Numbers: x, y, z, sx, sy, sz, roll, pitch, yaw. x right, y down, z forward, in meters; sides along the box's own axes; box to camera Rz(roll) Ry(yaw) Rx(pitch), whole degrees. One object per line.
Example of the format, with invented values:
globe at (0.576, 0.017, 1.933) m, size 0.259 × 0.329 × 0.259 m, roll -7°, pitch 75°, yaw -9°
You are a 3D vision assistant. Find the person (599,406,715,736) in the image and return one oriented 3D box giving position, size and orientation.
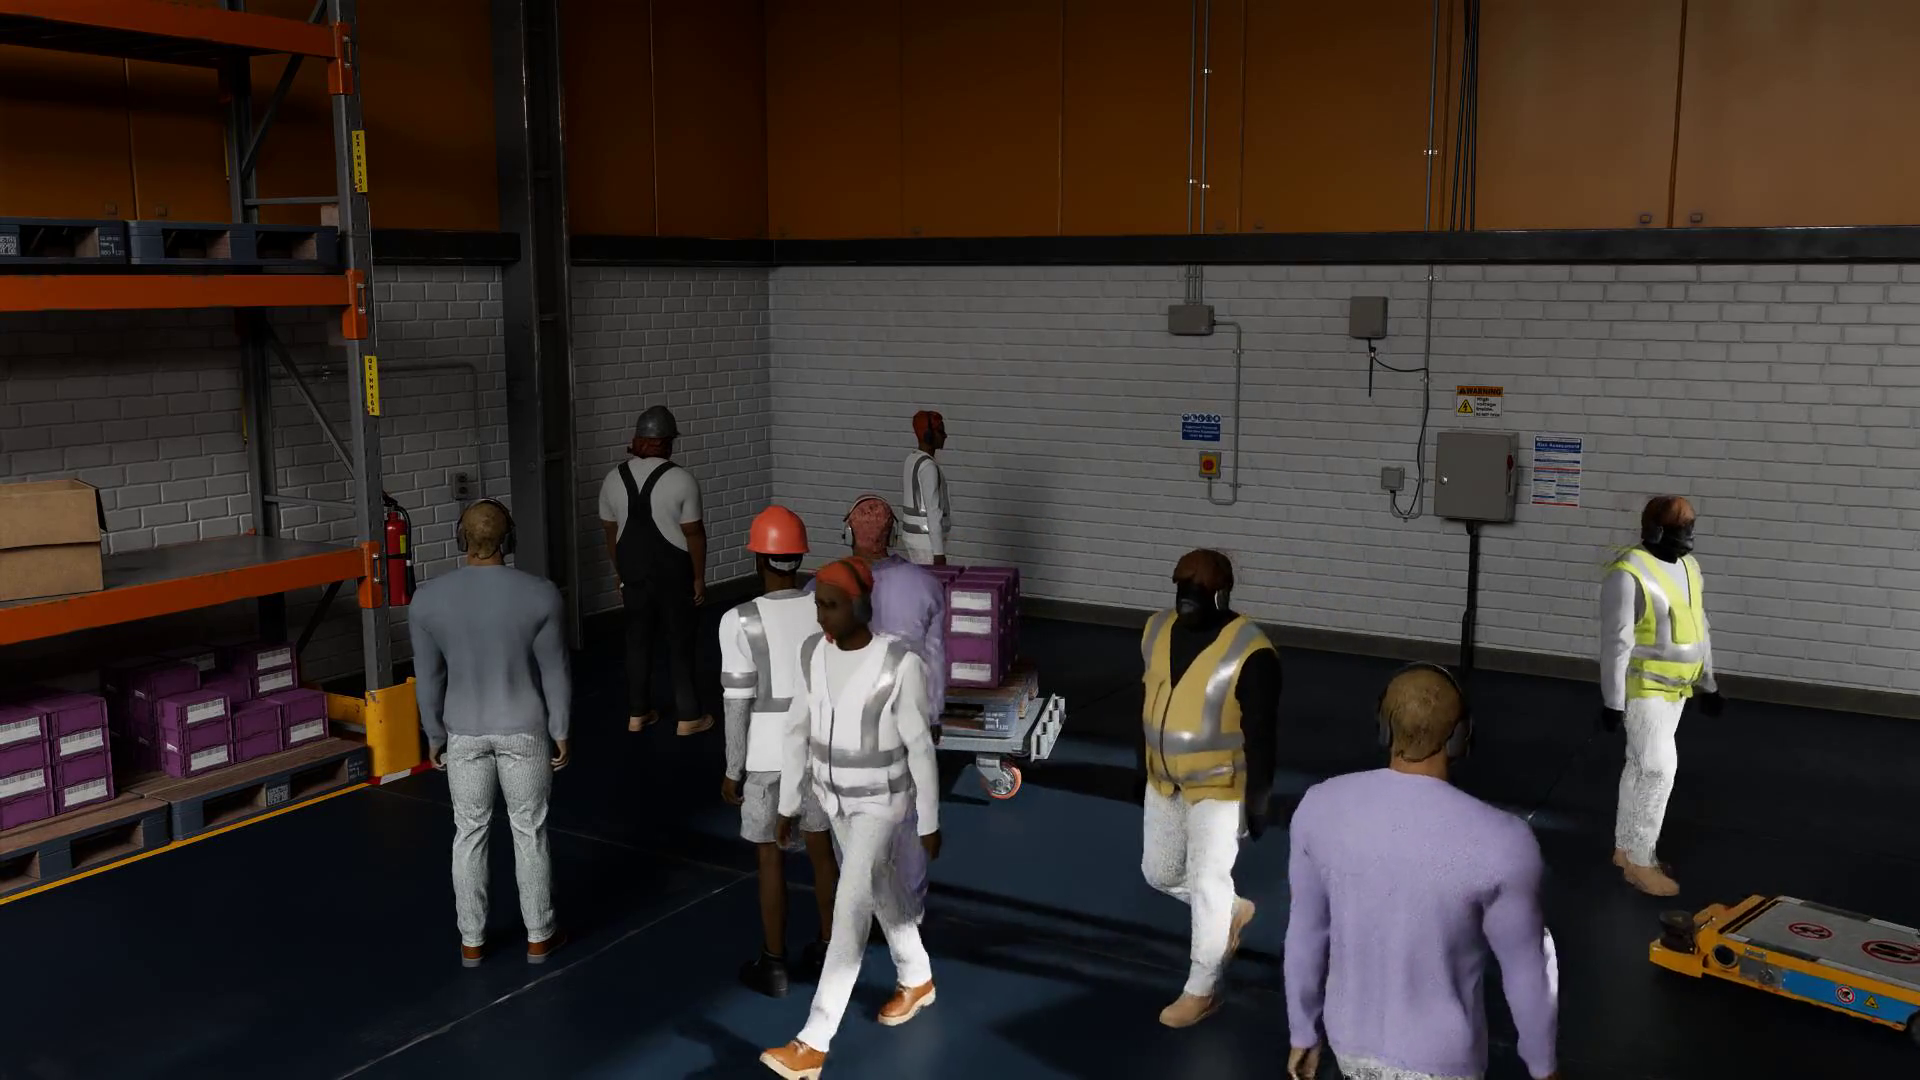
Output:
person at (-1.836, 0.182, 10.287) m, size 0.682 × 2.000 × 0.538 m, roll 3°, pitch 10°, yaw 19°

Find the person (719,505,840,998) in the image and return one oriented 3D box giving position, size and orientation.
person at (-0.699, 0.829, 6.563) m, size 0.547 × 1.939 × 0.376 m, roll -6°, pitch 11°, yaw -31°

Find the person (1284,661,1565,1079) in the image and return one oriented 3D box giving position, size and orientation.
person at (1.178, 1.235, 4.141) m, size 0.818 × 1.909 × 0.635 m, roll -8°, pitch 12°, yaw -42°

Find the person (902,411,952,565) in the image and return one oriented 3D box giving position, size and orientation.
person at (-0.222, 0.030, 11.726) m, size 0.355 × 1.883 × 0.575 m, roll -3°, pitch 10°, yaw -17°

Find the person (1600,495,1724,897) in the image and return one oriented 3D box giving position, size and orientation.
person at (3.295, 0.708, 7.678) m, size 0.649 × 1.823 × 0.621 m, roll -8°, pitch 12°, yaw -40°

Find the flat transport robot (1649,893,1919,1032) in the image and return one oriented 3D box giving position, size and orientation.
flat transport robot at (3.536, 1.674, 6.481) m, size 0.652 × 0.197 × 1.431 m, roll -9°, pitch 13°, yaw -43°

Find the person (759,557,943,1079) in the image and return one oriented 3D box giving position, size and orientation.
person at (-0.395, 0.970, 6.015) m, size 0.566 × 1.823 × 1.027 m, roll 8°, pitch 12°, yaw 41°

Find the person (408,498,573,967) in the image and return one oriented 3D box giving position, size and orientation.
person at (-1.898, 0.790, 6.809) m, size 0.632 × 1.940 × 0.372 m, roll -1°, pitch 9°, yaw -5°

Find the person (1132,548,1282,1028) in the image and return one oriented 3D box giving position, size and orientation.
person at (0.970, 0.915, 6.384) m, size 0.583 × 1.823 × 0.632 m, roll -8°, pitch 12°, yaw -40°

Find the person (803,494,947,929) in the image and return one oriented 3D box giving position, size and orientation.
person at (-0.376, 0.754, 7.131) m, size 0.643 × 1.909 × 0.409 m, roll -3°, pitch 10°, yaw -17°
